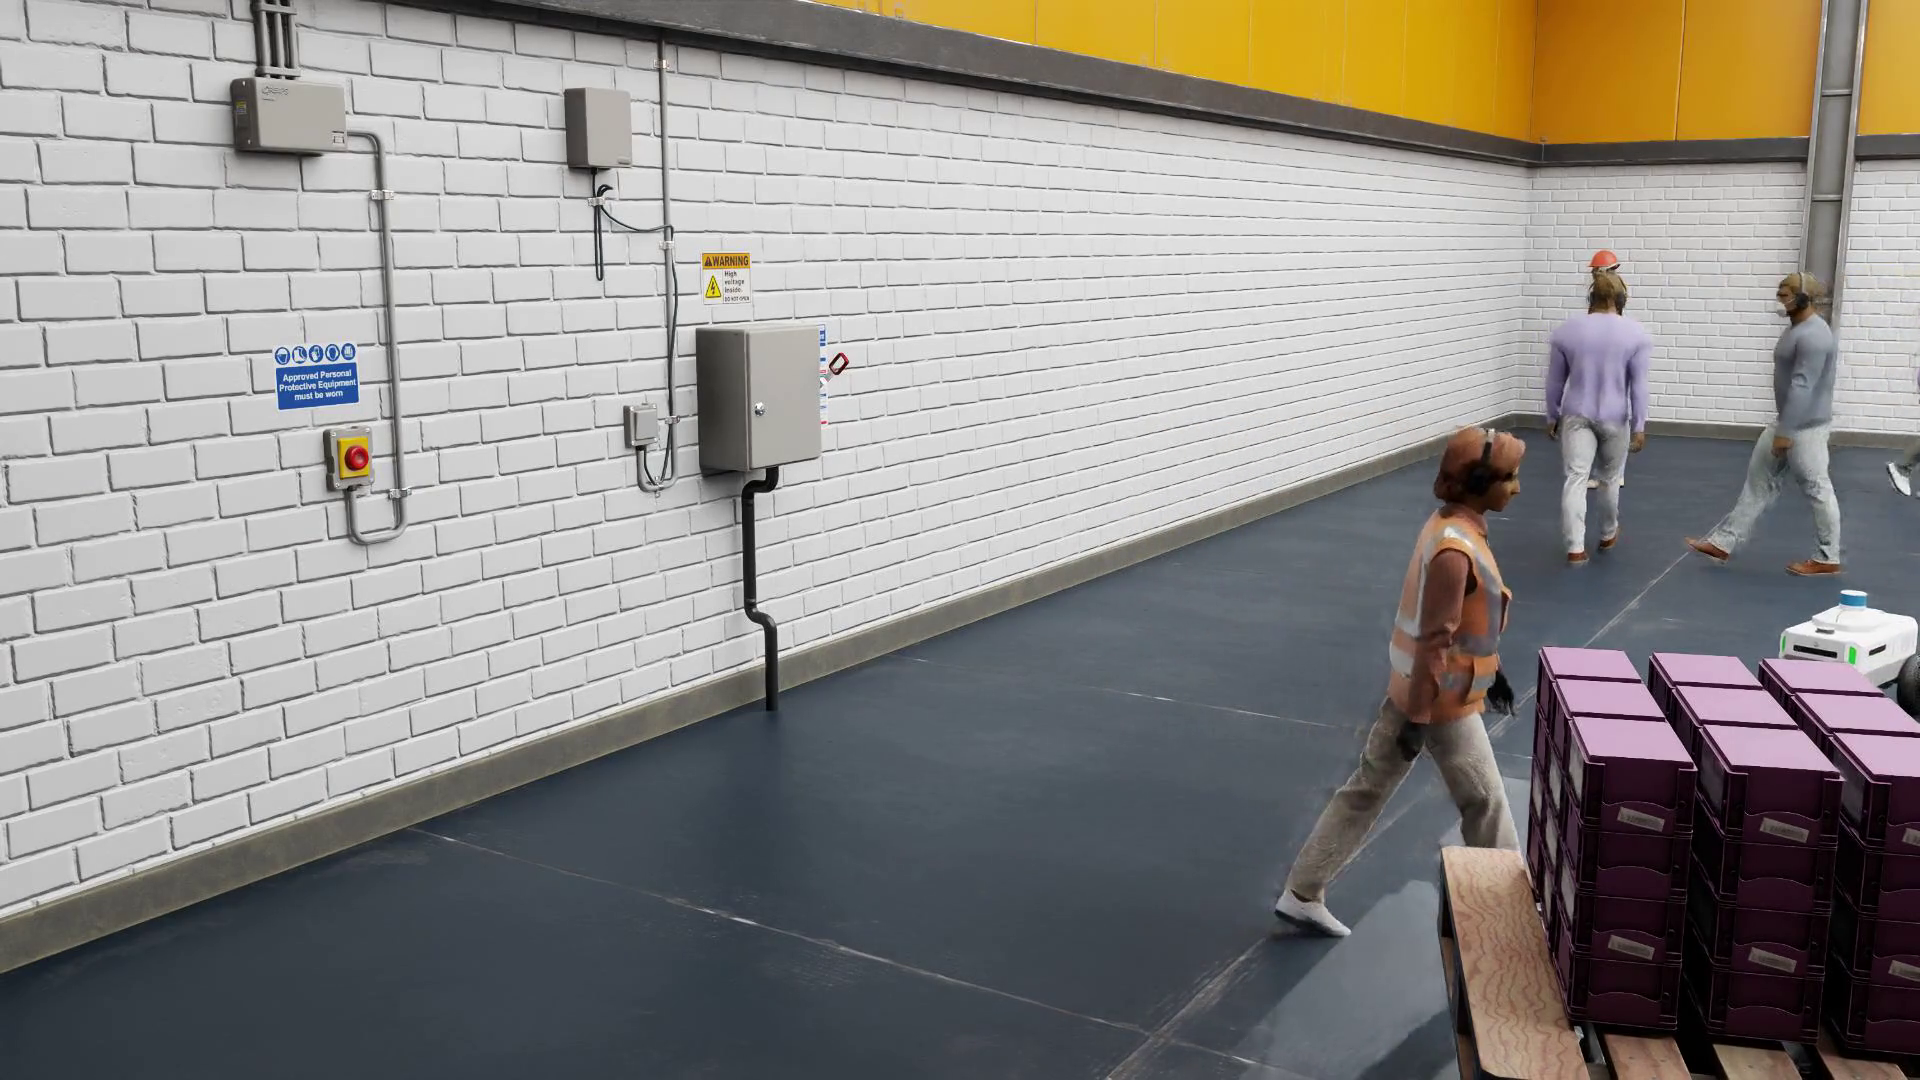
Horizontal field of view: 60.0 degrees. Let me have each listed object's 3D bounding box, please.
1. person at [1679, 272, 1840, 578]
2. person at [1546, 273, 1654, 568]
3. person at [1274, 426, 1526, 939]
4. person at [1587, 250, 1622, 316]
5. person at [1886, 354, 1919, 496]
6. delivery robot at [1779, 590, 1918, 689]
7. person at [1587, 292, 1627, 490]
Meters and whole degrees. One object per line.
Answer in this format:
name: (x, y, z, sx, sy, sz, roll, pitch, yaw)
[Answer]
person: (5.074, -0.704, 10.363, 0.976, 1.893, 0.660, 2, 10, 13)
person: (4.174, -0.794, 10.895, 0.651, 1.882, 1.003, 6, 12, 28)
person: (1.361, 0.454, 4.816, 0.903, 1.590, 0.523, 2, 10, 10)
person: (6.674, -2.008, 17.318, 0.393, 1.995, 0.612, 7, 13, 35)
person: (7.868, -1.249, 13.346, 0.478, 1.911, 0.615, 10, 14, 44)
delivery robot: (3.924, 0.466, 7.344, 0.707, 0.478, 0.477, -9, 13, -39)
person: (5.456, -1.304, 14.057, 0.533, 1.767, 0.323, -6, 12, -30)
